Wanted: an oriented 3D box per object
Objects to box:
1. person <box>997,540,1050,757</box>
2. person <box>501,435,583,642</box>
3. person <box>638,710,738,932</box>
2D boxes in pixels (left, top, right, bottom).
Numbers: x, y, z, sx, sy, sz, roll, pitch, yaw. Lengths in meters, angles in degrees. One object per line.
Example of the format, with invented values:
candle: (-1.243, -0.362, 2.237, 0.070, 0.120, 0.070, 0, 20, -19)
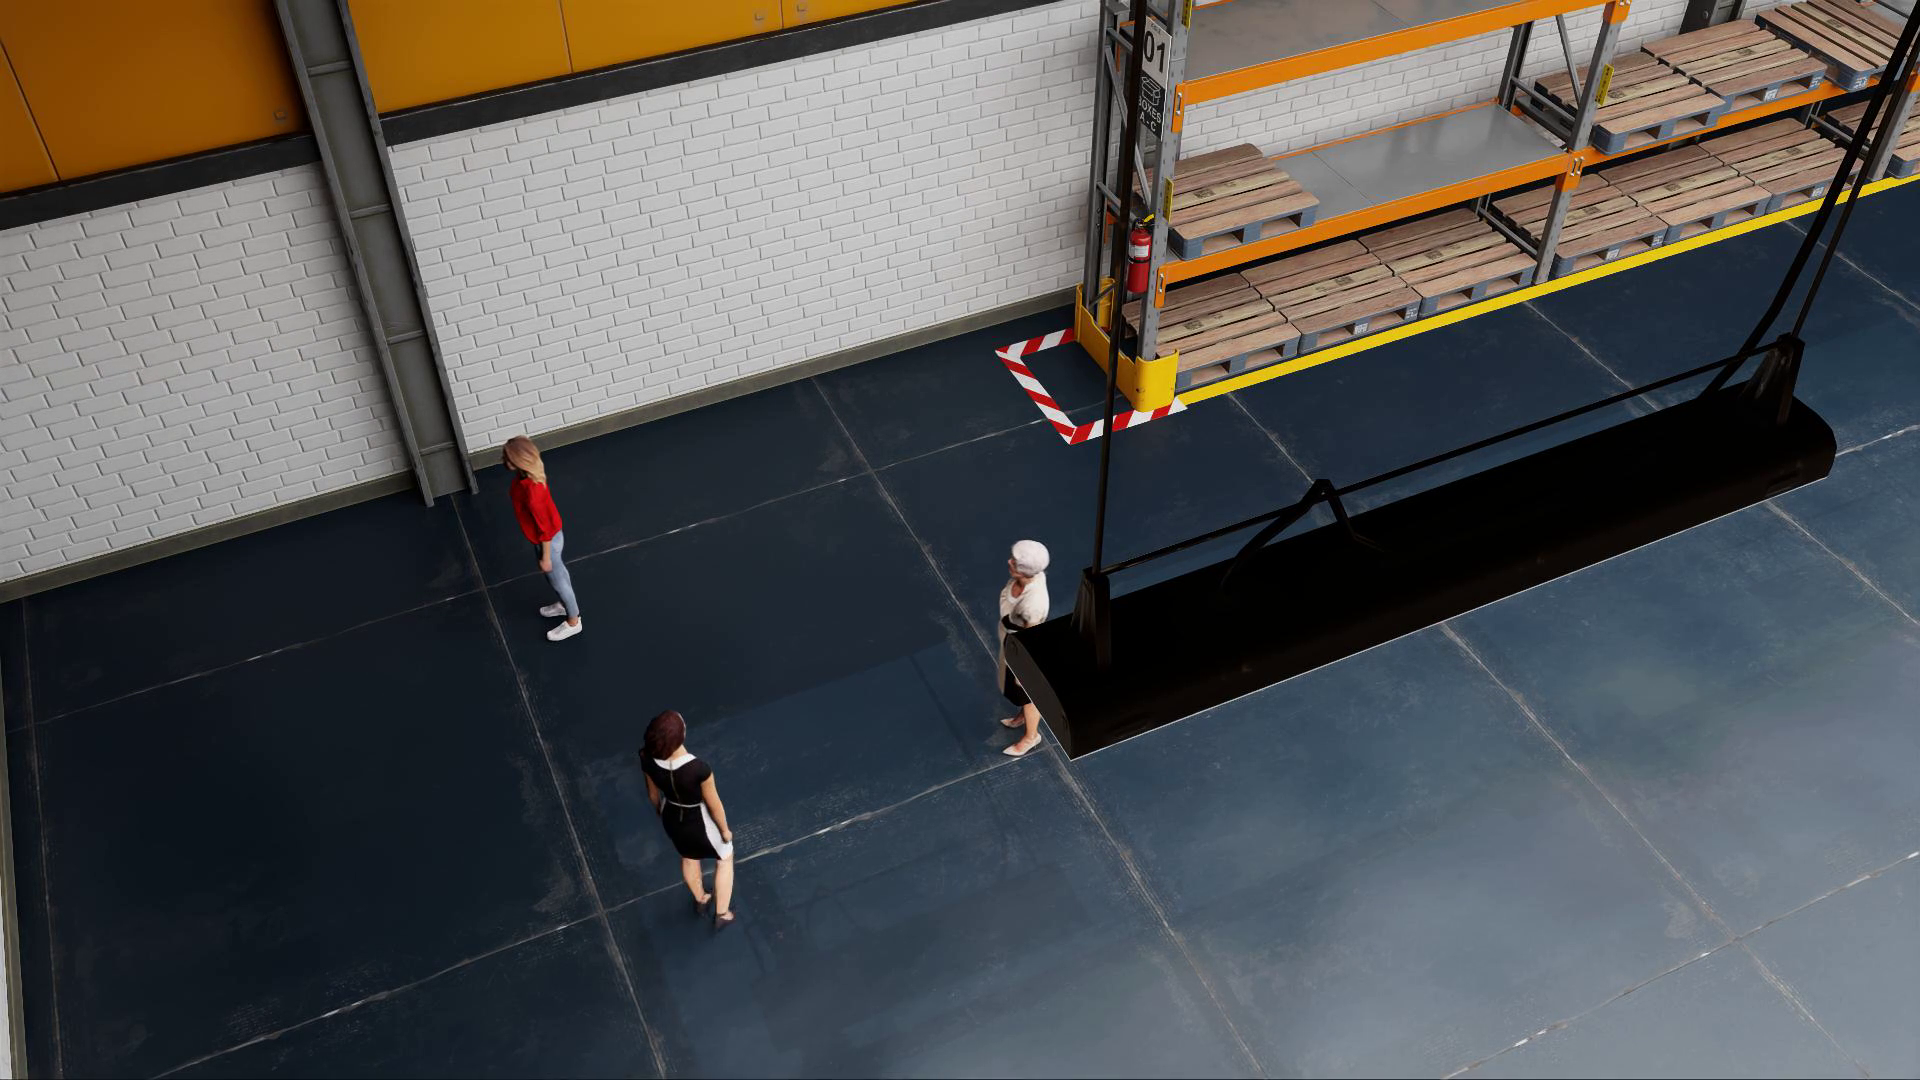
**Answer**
person: (0.404, 0.671, 10.264, 0.679, 1.755, 0.714, -1, 44, -1)
person: (-2.753, -0.021, 11.027, 0.548, 1.704, 0.640, -12, 45, -13)
person: (-1.506, 1.622, 9.239, 0.701, 1.792, 0.775, 12, 45, 12)
